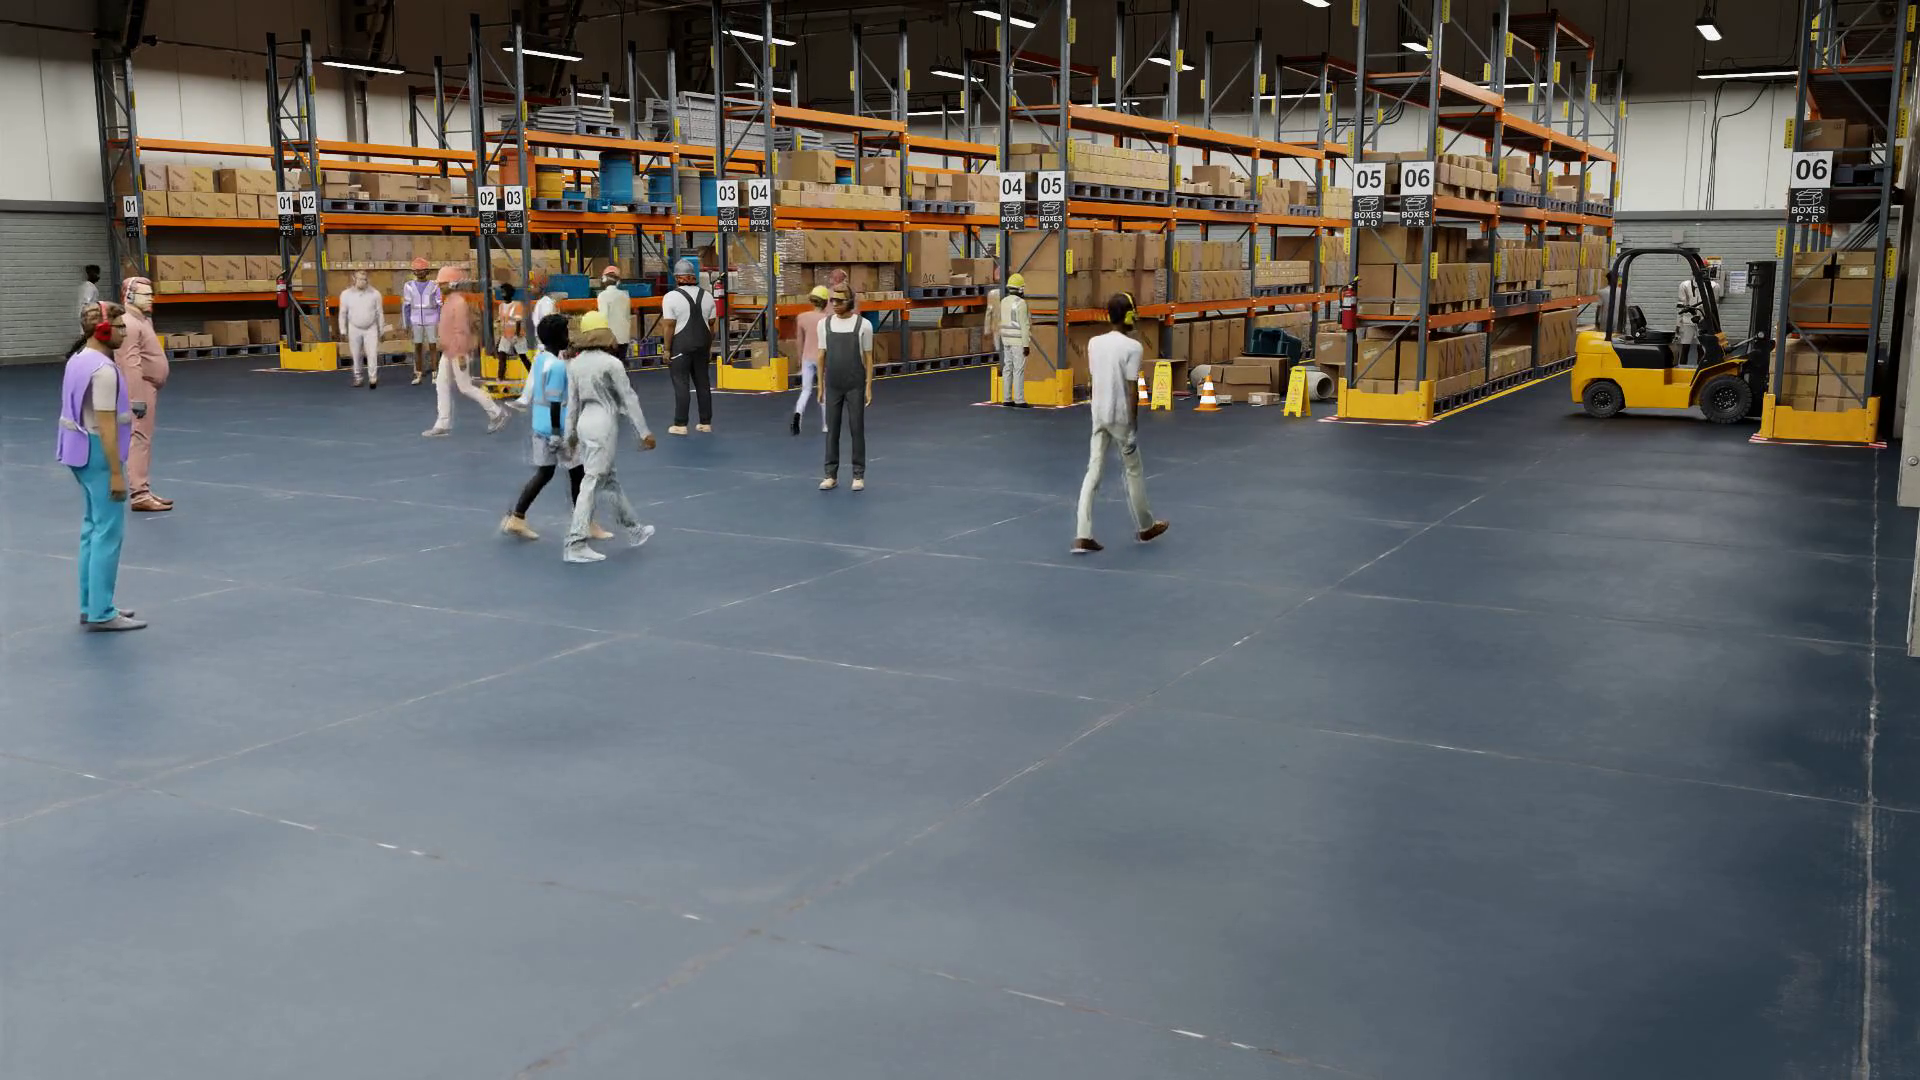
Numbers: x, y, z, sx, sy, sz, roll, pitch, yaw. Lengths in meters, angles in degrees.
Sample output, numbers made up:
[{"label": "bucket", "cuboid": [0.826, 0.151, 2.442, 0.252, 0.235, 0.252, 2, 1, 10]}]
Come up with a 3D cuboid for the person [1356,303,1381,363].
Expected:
[{"label": "person", "cuboid": [6.704, -3.567, 27.427, 0.543, 1.938, 0.357, 6, 11, 29]}]

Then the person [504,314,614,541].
[{"label": "person", "cuboid": [-2.961, -0.794, 12.058, 0.785, 1.682, 0.540, -5, 11, -29]}]

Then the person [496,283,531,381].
[{"label": "person", "cuboid": [-7.014, -3.198, 26.095, 0.537, 1.655, 0.861, 6, 11, 30]}]

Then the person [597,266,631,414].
[{"label": "person", "cuboid": [-4.536, -2.611, 21.808, 0.510, 1.945, 0.686, 5, 11, 28]}]

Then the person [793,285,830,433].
[{"label": "person", "cuboid": [-1.691, -2.089, 19.340, 0.529, 1.741, 0.702, 3, 10, 17]}]

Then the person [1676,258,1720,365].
[{"label": "person", "cuboid": [11.719, -3.456, 26.464, 0.605, 2.045, 0.379, 5, 11, 25]}]

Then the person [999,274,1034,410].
[{"label": "person", "cuboid": [0.770, -2.684, 22.551, 0.404, 1.837, 0.593, -6, 12, -33]}]

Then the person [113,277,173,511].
[{"label": "person", "cuboid": [-6.674, -1.189, 13.602, 0.399, 1.905, 0.643, -4, 10, -21]}]

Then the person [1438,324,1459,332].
[{"label": "person", "cuboid": [10.476, -4.971, 35.821, 0.739, 1.878, 0.583, -2, 10, -12]}]

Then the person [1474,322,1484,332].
[{"label": "person", "cuboid": [10.278, -4.387, 32.336, 0.637, 1.904, 0.403, 3, 10, 19]}]

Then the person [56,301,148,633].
[{"label": "person", "cuboid": [-4.792, -0.407, 9.259, 0.403, 1.831, 0.579, -8, 12, -38]}]

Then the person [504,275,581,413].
[{"label": "person", "cuboid": [-5.506, -2.590, 22.043, 1.039, 1.816, 0.591, -4, 11, -23]}]

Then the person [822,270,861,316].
[{"label": "person", "cuboid": [-1.694, -2.905, 23.739, 0.674, 1.863, 0.932, 1, 10, 6]}]

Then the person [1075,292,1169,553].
[{"label": "person", "cuboid": [1.112, -0.831, 11.764, 0.537, 1.818, 0.973, 9, 13, 41]}]

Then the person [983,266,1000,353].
[{"label": "person", "cuboid": [0.617, -3.186, 25.250, 0.560, 1.911, 0.657, 5, 11, 27]}]

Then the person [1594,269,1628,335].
[{"label": "person", "cuboid": [11.089, -3.672, 28.318, 0.540, 1.844, 0.582, 3, 10, 19]}]

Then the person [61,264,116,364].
[{"label": "person", "cuboid": [-16.261, -4.156, 30.900, 0.842, 1.937, 0.611, -7, 12, -37]}]

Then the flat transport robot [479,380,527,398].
[{"label": "flat transport robot", "cuboid": [-6.413, -2.242, 24.537, 1.431, 0.197, 0.652, -8, 13, -39]}]

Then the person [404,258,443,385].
[{"label": "person", "cuboid": [-8.624, -3.504, 26.749, 0.616, 2.041, 0.378, -1, 10, -5]}]

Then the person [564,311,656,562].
[{"label": "person", "cuboid": [-2.414, -0.722, 11.480, 0.569, 1.687, 0.899, 8, 12, 38]}]

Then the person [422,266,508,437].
[{"label": "person", "cuboid": [-5.749, -2.173, 19.197, 0.895, 1.968, 0.622, -6, 12, -33]}]

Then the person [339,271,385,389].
[{"label": "person", "cuboid": [-9.363, -3.286, 26.061, 0.660, 1.847, 1.020, -3, 10, -17]}]

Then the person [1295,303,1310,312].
[{"label": "person", "cuboid": [7.998, -5.403, 39.073, 0.424, 1.626, 0.589, -4, 10, -20]}]

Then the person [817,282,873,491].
[{"label": "person", "cuboid": [-1.017, -1.351, 14.732, 0.505, 1.842, 0.345, 2, 10, 9]}]

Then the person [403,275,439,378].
[{"label": "person", "cuboid": [-9.178, -3.698, 28.620, 0.612, 1.783, 0.914, 4, 10, 22]}]

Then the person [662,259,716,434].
[{"label": "person", "cuboid": [-3.222, -2.265, 19.501, 0.684, 2.000, 0.536, -8, 13, -40]}]
